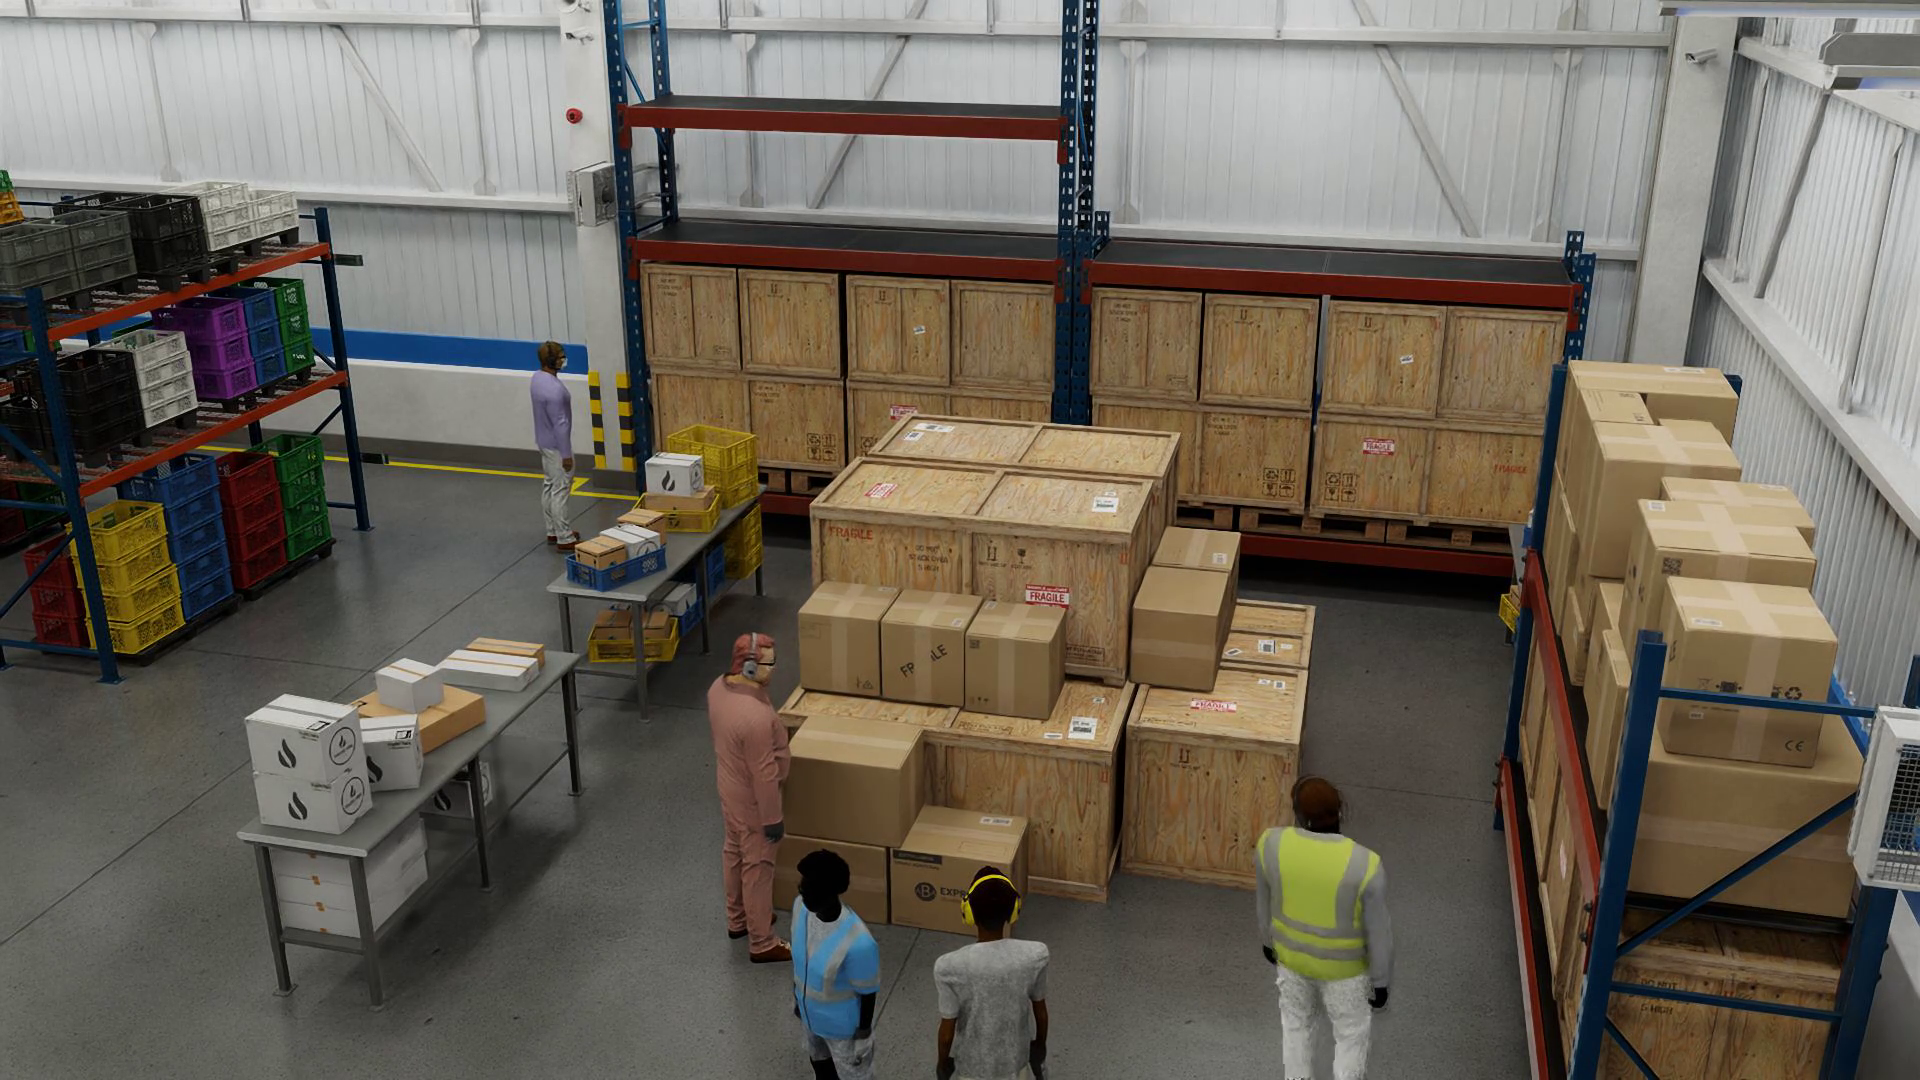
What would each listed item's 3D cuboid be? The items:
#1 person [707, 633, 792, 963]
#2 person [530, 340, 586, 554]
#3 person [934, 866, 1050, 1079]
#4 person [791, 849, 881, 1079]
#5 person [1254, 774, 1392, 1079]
[{"bbox_3d":[-1.117,1.393,9.101,0.401,1.901,0.641,-11,23,-26],"label":"person"},{"bbox_3d":[-3.603,-0.837,14.880,0.366,1.939,0.635,-11,24,-27],"label":"person"},{"bbox_3d":[0.129,2.206,7.012,0.512,1.872,0.328,-6,22,-15],"label":"person"},{"bbox_3d":[-0.573,2.129,7.451,0.317,1.696,0.540,-19,28,-40],"label":"person"},{"bbox_3d":[1.710,1.948,7.790,0.718,1.814,0.433,13,24,30],"label":"person"}]
